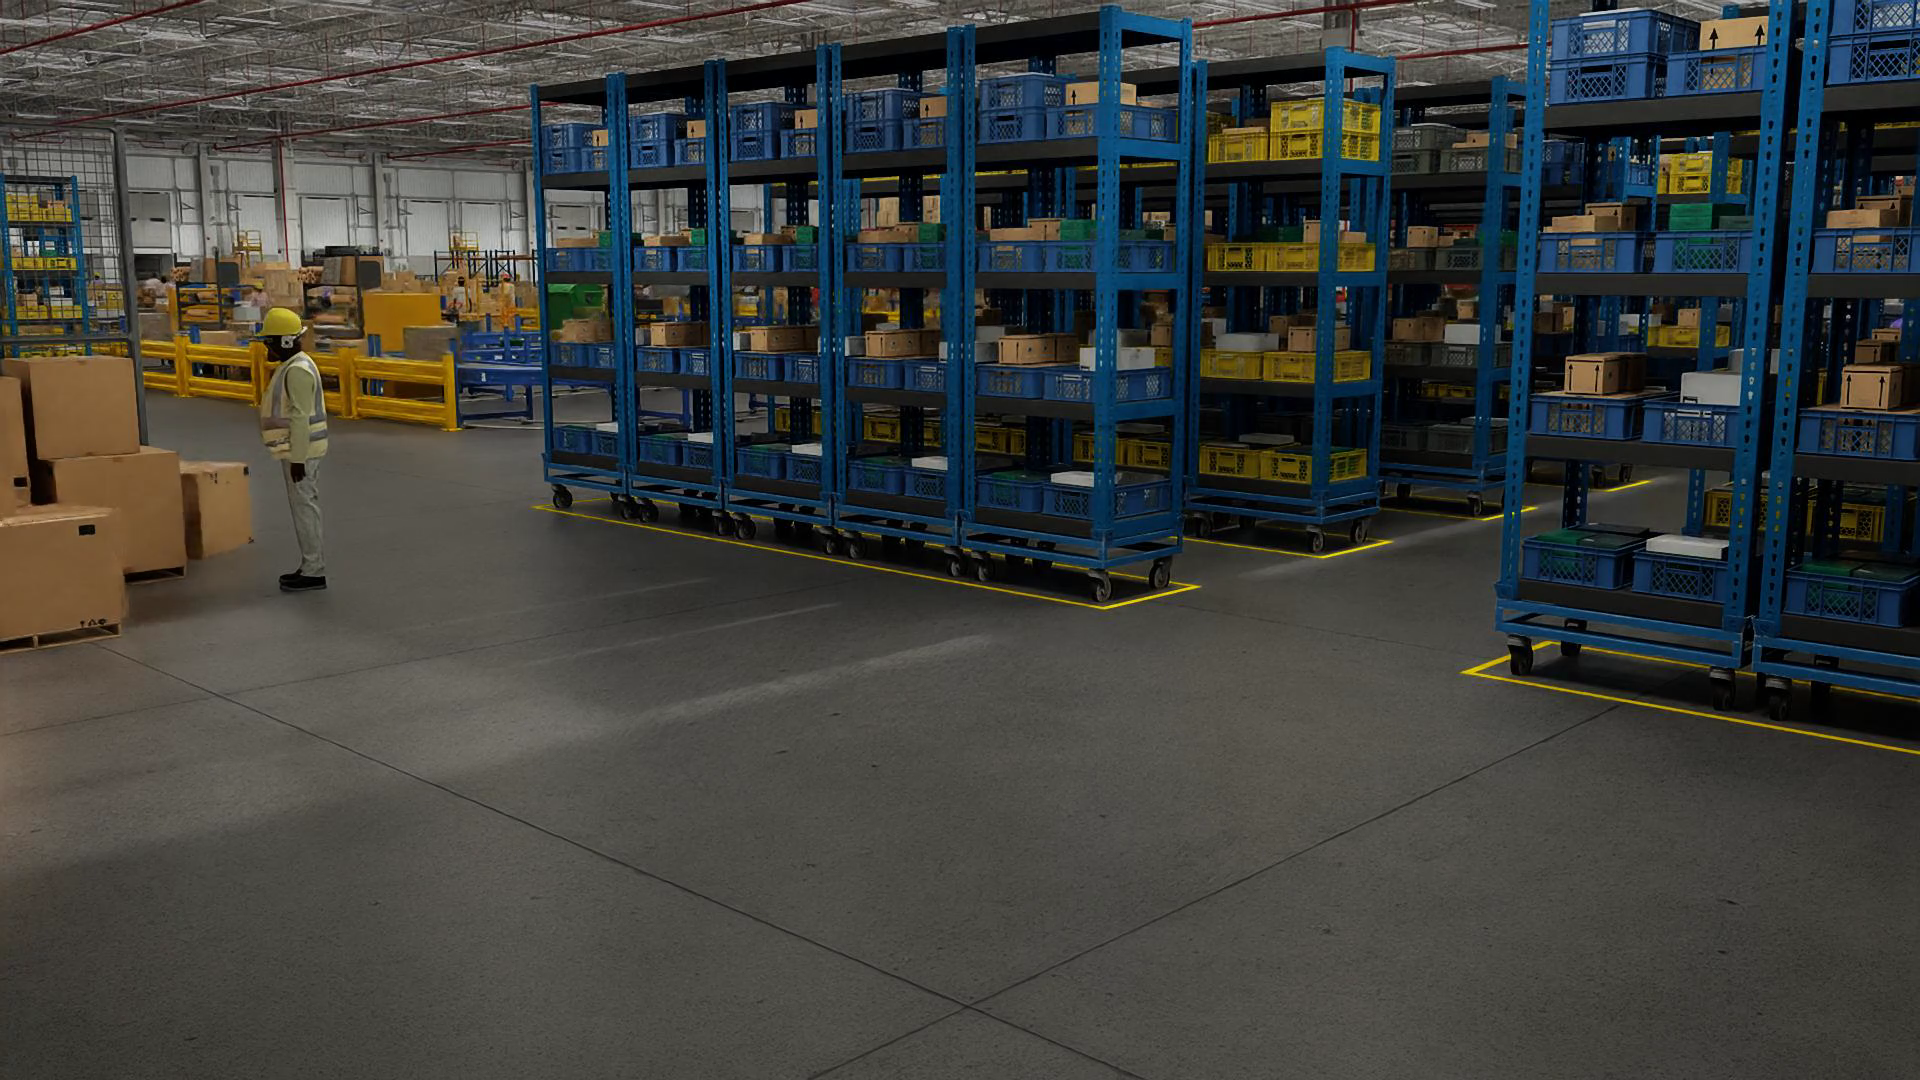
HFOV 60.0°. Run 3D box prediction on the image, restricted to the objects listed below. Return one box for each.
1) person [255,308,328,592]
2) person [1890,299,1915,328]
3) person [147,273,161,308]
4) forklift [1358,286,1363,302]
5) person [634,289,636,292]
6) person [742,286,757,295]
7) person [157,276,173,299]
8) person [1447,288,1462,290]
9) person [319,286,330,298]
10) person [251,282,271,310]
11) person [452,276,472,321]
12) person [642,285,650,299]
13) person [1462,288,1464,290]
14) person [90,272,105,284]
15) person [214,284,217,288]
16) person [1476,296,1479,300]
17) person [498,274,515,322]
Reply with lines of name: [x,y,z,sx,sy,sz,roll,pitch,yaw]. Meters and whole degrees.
person: [-4.301,-0.579,10.746,0.404,1.824,0.586,-5,10,-27]
person: [10.752,-1.879,18.706,0.601,1.821,0.579,8,12,39]
person: [-33.779,-10.281,69.956,0.629,1.896,0.988,2,9,12]
forklift: [11.100,-7.017,46.970,1.873,2.768,1.129,9,13,43]
person: [-20.492,-15.725,103.531,0.926,1.852,0.585,-6,11,-34]
person: [-8.838,-10.266,69.843,0.641,1.900,1.003,0,9,2]
person: [-31.778,-9.645,66.459,0.630,1.790,1.008,3,10,19]
person: [17.760,-8.611,59.739,0.408,1.903,0.638,-9,13,-43]
person: [-23.954,-9.139,62.663,0.495,2.001,0.660,-7,12,-36]
person: [-19.748,-6.419,46.838,0.857,1.717,0.534,4,10,25]
person: [-13.456,-6.189,44.979,0.519,1.873,0.335,-3,10,-19]
person: [-11.578,-8.759,61.301,0.404,1.687,0.535,-1,9,-8]
person: [21.149,-10.251,70.680,0.569,1.609,0.407,9,13,44]
person: [-36.183,-10.272,69.838,0.590,1.926,0.388,-8,12,-41]
person: [-30.620,-10.057,68.745,0.544,1.849,0.678,8,12,40]
person: [14.275,-6.078,45.108,0.518,1.607,0.620,-4,10,-21]
person: [-15.454,-8.124,56.722,0.559,1.907,0.520,-1,9,-6]
